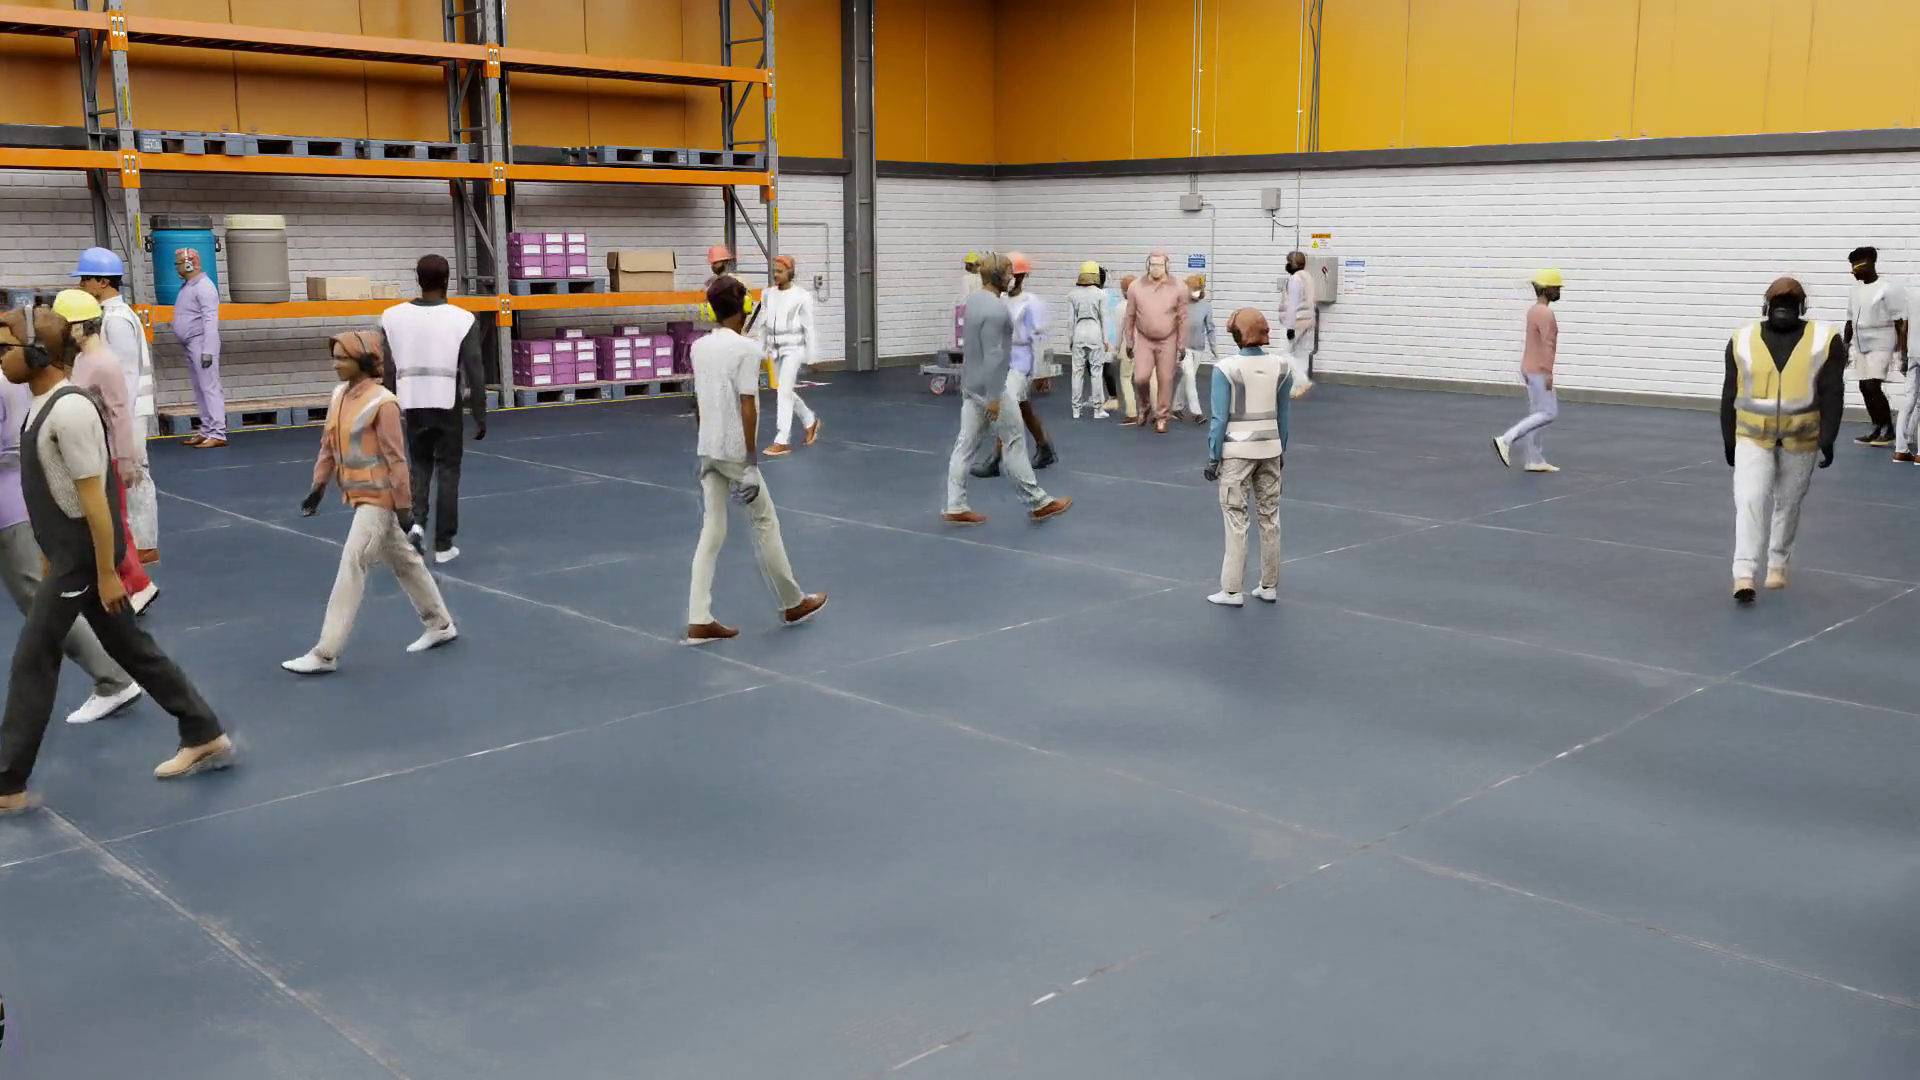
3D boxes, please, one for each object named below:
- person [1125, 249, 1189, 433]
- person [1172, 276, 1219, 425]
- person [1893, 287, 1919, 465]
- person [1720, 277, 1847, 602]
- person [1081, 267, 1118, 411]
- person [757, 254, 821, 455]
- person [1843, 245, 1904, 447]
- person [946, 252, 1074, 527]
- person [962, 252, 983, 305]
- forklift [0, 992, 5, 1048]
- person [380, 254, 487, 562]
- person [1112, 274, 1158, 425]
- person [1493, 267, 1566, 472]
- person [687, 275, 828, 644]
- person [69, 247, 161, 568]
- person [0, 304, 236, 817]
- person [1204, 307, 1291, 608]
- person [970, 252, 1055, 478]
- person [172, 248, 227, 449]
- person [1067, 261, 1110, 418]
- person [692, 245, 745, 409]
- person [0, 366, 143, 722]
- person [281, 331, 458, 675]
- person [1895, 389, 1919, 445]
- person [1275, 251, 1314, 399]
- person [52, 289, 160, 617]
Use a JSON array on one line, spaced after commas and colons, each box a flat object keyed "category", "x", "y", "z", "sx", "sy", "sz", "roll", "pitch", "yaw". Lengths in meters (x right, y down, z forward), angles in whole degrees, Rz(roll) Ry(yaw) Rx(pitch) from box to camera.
[{"category": "person", "x": 2.018, "y": -2.034, "z": 17.082, "sx": 0.654, "sy": 1.885, "sz": 0.478, "roll": 2, "pitch": 11, "yaw": 9}, {"category": "person", "x": 2.506, "y": -2.052, "z": 17.978, "sx": 0.497, "sy": 1.577, "sz": 0.886, "roll": -4, "pitch": 11, "yaw": -23}, {"category": "person", "x": 8.546, "y": -1.591, "z": 14.708, "sx": 0.329, "sy": 1.865, "sz": 0.515, "roll": -3, "pitch": 11, "yaw": -16}, {"category": "person", "x": 4.562, "y": -0.559, "z": 9.285, "sx": 0.618, "sy": 1.789, "sz": 0.978, "roll": 5, "pitch": 12, "yaw": 27}, {"category": "person", "x": 1.589, "y": -2.329, "z": 19.256, "sx": 0.598, "sy": 1.664, "sz": 0.548, "roll": 2, "pitch": 11, "yaw": 12}, {"category": "person", "x": -1.566, "y": -1.746, "z": 15.601, "sx": 0.572, "sy": 1.854, "sz": 0.880, "roll": 8, "pitch": 13, "yaw": 36}, {"category": "person", "x": 8.786, "y": -1.861, "z": 16.019, "sx": 0.508, "sy": 1.921, "sz": 0.626, "roll": -1, "pitch": 10, "yaw": -8}, {"category": "person", "x": 0.329, "y": -1.031, "z": 11.548, "sx": 0.957, "sy": 1.896, "sz": 0.656, "roll": -3, "pitch": 11, "yaw": -17}, {"category": "person", "x": 0.191, "y": -3.413, "z": 24.905, "sx": 0.311, "sy": 1.769, "sz": 0.533, "roll": 9, "pitch": 13, "yaw": 39}, {"category": "forklift", "x": -3.245, "y": 0.323, "z": 3.363, "sx": 2.313, "sy": 2.155, "sz": 1.214, "roll": 2, "pitch": 11, "yaw": 13}, {"category": "person", "x": -3.248, "y": -0.805, "z": 10.295, "sx": 0.628, "sy": 1.902, "sz": 0.443, "roll": 0, "pitch": 10, "yaw": 0}, {"category": "person", "x": 1.905, "y": -2.020, "z": 17.743, "sx": 0.557, "sy": 1.617, "sz": 0.331, "roll": -4, "pitch": 11, "yaw": -22}, {"category": "person", "x": 4.870, "y": -1.432, "z": 14.121, "sx": 0.523, "sy": 1.751, "sz": 0.543, "roll": 1, "pitch": 10, "yaw": 5}, {"category": "person", "x": -1.066, "y": -0.416, "z": 8.423, "sx": 0.561, "sy": 1.818, "sz": 0.931, "roll": 9, "pitch": 14, "yaw": 40}, {"category": "person", "x": -5.107, "y": -0.789, "z": 10.098, "sx": 0.399, "sy": 1.949, "sz": 0.605, "roll": -6, "pitch": 12, "yaw": -29}, {"category": "person", "x": -3.139, "y": 0.056, "z": 5.941, "sx": 0.989, "sy": 1.793, "sz": 0.520, "roll": -7, "pitch": 12, "yaw": -32}, {"category": "person", "x": 1.571, "y": -0.447, "z": 9.077, "sx": 0.514, "sy": 1.640, "sz": 0.310, "roll": -5, "pitch": 12, "yaw": -25}, {"category": "person", "x": 0.480, "y": -1.492, "z": 14.129, "sx": 1.006, "sy": 1.891, "sz": 0.559, "roll": -7, "pitch": 13, "yaw": -34}, {"category": "person", "x": -7.284, "y": -1.825, "z": 15.880, "sx": 0.399, "sy": 1.903, "sz": 0.642, "roll": -8, "pitch": 13, "yaw": -38}, {"category": "person", "x": 1.434, "y": -2.219, "z": 18.478, "sx": 0.483, "sy": 1.737, "sz": 0.311, "roll": 4, "pitch": 11, "yaw": 22}, {"category": "person", "x": -2.758, "y": -2.435, "z": 19.215, "sx": 0.556, "sy": 1.895, "sz": 0.892, "roll": 6, "pitch": 12, "yaw": 28}, {"category": "person", "x": -3.893, "y": -0.137, "z": 6.741, "sx": 0.966, "sy": 1.886, "sz": 0.598, "roll": -6, "pitch": 12, "yaw": -29}, {"category": "person", "x": -2.776, "y": -0.188, "z": 7.812, "sx": 0.900, "sy": 1.586, "sz": 0.517, "roll": -9, "pitch": 14, "yaw": -40}, {"category": "person", "x": 9.234, "y": -1.635, "z": 15.694, "sx": 0.525, "sy": 1.587, "sz": 0.867, "roll": 1, "pitch": 10, "yaw": 4}, {"category": "person", "x": 4.133, "y": -2.636, "z": 20.499, "sx": 0.433, "sy": 1.829, "sz": 0.649, "roll": 5, "pitch": 12, "yaw": 27}, {"category": "person", "x": -4.466, "y": -0.420, "z": 8.631, "sx": 0.381, "sy": 1.747, "sz": 0.521, "roll": -8, "pitch": 13, "yaw": -36}]
